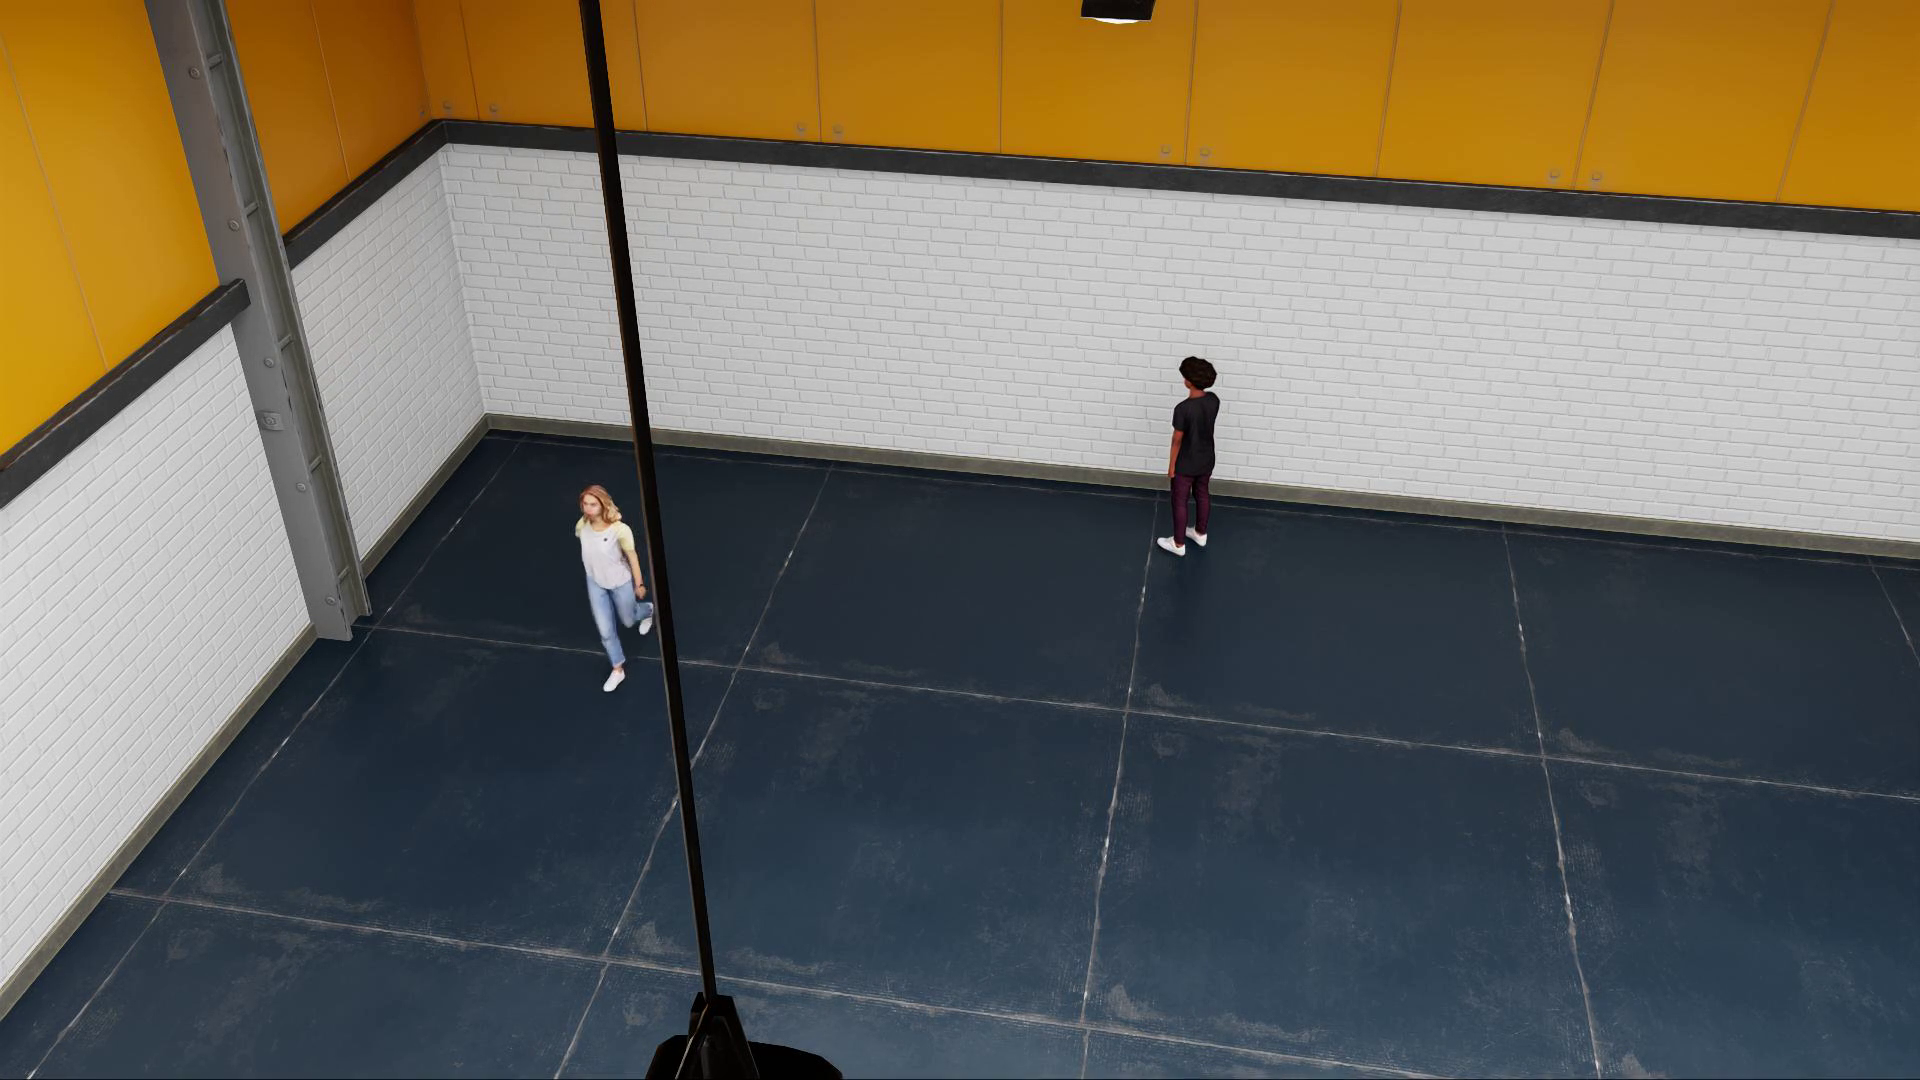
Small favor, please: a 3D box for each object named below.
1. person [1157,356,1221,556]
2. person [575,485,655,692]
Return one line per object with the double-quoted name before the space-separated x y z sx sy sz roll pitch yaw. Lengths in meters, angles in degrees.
"person" 1.931 -0.702 13.755 0.690 1.779 0.753 -22 39 -29
"person" -2.551 0.281 12.350 0.693 1.698 1.052 10 35 14
